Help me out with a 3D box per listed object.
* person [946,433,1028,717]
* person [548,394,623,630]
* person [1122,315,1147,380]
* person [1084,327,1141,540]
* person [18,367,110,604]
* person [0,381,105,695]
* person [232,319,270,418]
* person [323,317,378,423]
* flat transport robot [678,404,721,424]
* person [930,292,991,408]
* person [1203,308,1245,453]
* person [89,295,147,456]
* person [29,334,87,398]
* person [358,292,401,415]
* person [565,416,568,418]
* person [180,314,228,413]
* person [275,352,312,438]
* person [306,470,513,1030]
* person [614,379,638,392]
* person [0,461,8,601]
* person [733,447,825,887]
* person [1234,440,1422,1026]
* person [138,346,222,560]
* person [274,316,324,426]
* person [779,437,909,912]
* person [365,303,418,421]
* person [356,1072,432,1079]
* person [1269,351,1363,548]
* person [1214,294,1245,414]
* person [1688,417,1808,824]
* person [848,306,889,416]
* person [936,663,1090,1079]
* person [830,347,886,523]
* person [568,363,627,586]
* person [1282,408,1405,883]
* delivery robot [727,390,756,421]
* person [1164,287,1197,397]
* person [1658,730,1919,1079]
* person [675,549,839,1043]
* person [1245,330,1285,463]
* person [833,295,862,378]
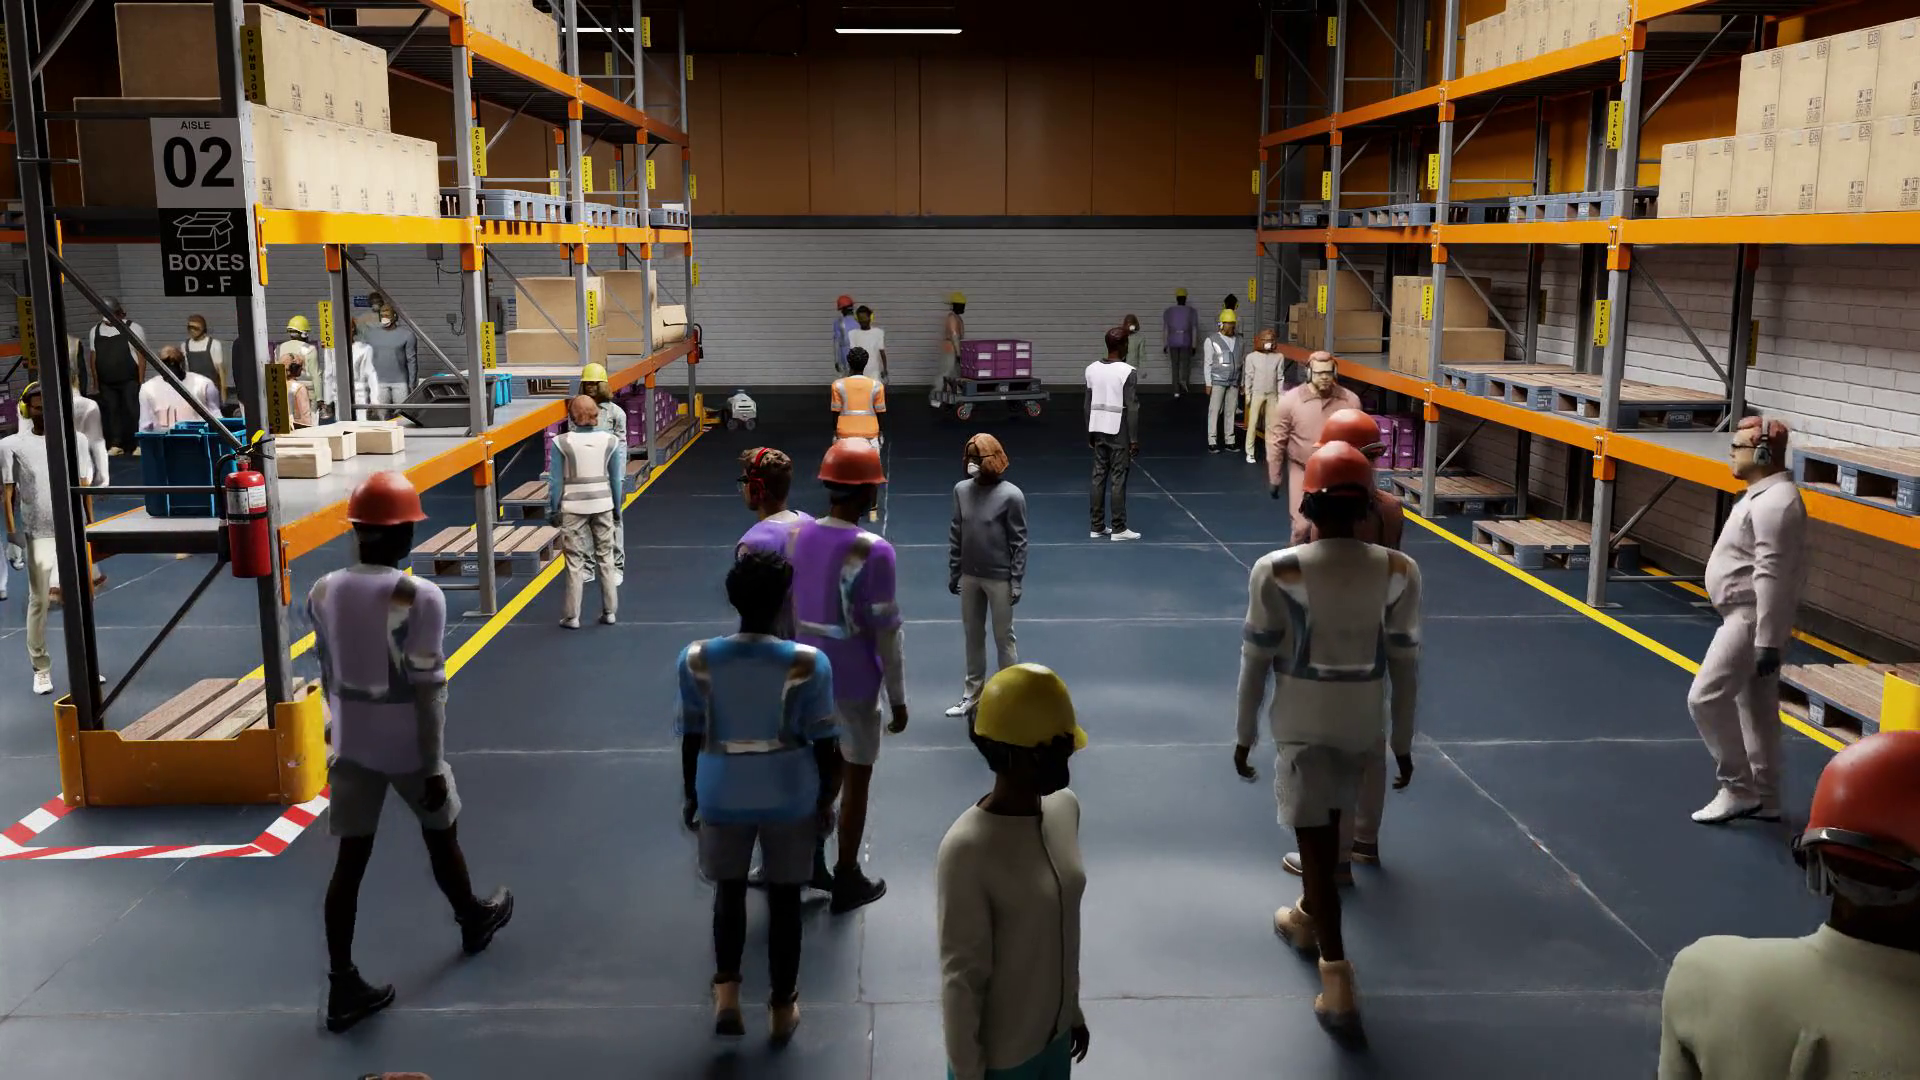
[{"bbox_3d":[0.148,0.216,9.279,0.504,1.632,0.270,8,13,39],"label":"person"},{"bbox_3d":[-2.591,-0.196,11.575,0.527,1.632,0.309,-6,12,-32],"label":"person"},{"bbox_3d":[2.502,-2.471,24.264,0.523,1.613,0.557,-3,11,-19],"label":"person"},{"bbox_3d":[1.370,-0.955,15.006,0.376,1.917,0.599,-9,14,-42],"label":"person"},{"bbox_3d":[-6.711,-0.453,12.460,0.591,1.839,0.919,-1,10,-3],"label":"person"},{"bbox_3d":[-5.420,-0.022,9.954,0.316,1.867,0.531,10,14,43],"label":"person"},{"bbox_3d":[-7.723,-1.574,18.244,0.623,1.992,0.396,9,14,42],"label":"person"},{"bbox_3d":[-6.788,-1.570,18.556,0.591,1.869,0.502,1,10,8],"label":"person"},{"bbox_3d":[-4.150,-1.871,24.701,0.652,0.197,1.431,-6,12,-32],"label":"flat transport robot"},{"bbox_3d":[-0.028,-3.042,26.759,1.005,1.868,0.615,2,10,10],"label":"person"},{"bbox_3d":[3.385,-2.025,21.199,0.590,1.837,0.404,-4,11,-22],"label":"person"},{"bbox_3d":[-10.555,-2.061,20.830,0.688,2.000,0.535,0,10,-2],"label":"person"},{"bbox_3d":[-10.839,-1.806,20.011,0.626,1.828,0.441,-6,12,-31],"label":"person"},{"bbox_3d":[-8.855,-2.834,25.492,0.641,1.909,0.721,-4,11,-21],"label":"person"},{"bbox_3d":[-5.690,-2.496,24.143,0.525,1.722,0.911,-2,10,-11],"label":"person"},{"bbox_3d":[-9.099,-1.831,20.142,0.531,1.829,0.677,-1,10,-3],"label":"person"},{"bbox_3d":[-6.299,-0.946,15.729,0.515,1.641,0.314,7,12,35],"label":"person"},{"bbox_3d":[-1.997,0.691,5.923,0.569,1.882,0.976,3,11,17],"label":"person"},{"bbox_3d":[-5.008,-2.686,24.894,0.595,1.829,0.403,-6,12,-28],"label":"person"},{"bbox_3d":[-7.354,-0.391,12.293,0.315,1.767,0.535,7,12,33],"label":"person"},{"bbox_3d":[-0.739,0.532,6.924,0.373,1.843,0.571,4,11,20],"label":"person"},{"bbox_3d":[1.299,0.647,5.884,0.621,1.998,1.024,-1,10,-7],"label":"person"},{"bbox_3d":[-6.550,-0.731,14.044,0.692,1.821,0.446,-2,10,-12],"label":"person"},{"bbox_3d":[-7.631,-1.684,19.316,0.601,1.827,0.404,3,11,19],"label":"person"},{"bbox_3d":[-0.446,0.544,6.659,0.566,1.917,0.405,8,13,38],"label":"person"},{"bbox_3d":[-6.905,-1.902,20.227,0.630,1.940,0.372,0,10,-2],"label":"person"},{"bbox_3d":[-0.730,1.479,2.227,0.307,1.641,0.514,-10,14,-43],"label":"person"},{"bbox_3d":[2.663,-0.456,12.333,0.685,1.885,0.560,-1,10,-3],"label":"person"},{"bbox_3d":[4.208,-2.899,25.958,0.521,1.877,0.325,5,11,27],"label":"person"},{"bbox_3d":[3.586,0.379,7.636,0.538,1.890,0.677,5,11,25],"label":"person"},{"bbox_3d":[-1.218,-2.165,21.985,0.529,1.833,0.766,1,10,4],"label":"person"},{"bbox_3d":[0.142,1.138,3.776,0.310,1.768,0.533,6,12,32],"label":"person"},{"bbox_3d":[-0.970,-0.995,15.876,0.530,1.686,0.322,-2,10,-9],"label":"person"},{"bbox_3d":[-2.837,-0.506,12.989,0.487,1.746,0.288,2,10,11],"label":"person"},{"bbox_3d":[1.621,0.443,7.008,0.377,1.995,0.608,9,13,41],"label":"person"},{"bbox_3d":[-3.148,-1.923,23.936,0.477,0.478,0.707,-3,10,-15],"label":"delivery robot"},{"bbox_3d":[3.803,-3.409,28.714,0.586,1.910,0.432,2,10,11],"label":"person"},{"bbox_3d":[1.310,1.259,2.527,0.495,1.980,0.616,-6,12,-31],"label":"person"},{"bbox_3d":[-0.667,0.869,5.500,0.546,1.678,0.402,0,10,2],"label":"person"},{"bbox_3d":[3.699,-1.740,20.201,0.492,1.625,0.282,-2,10,-10],"label":"person"},{"bbox_3d":[-1.605,-2.754,25.128,0.595,1.892,0.819,-4,11,-22],"label":"person"}]
